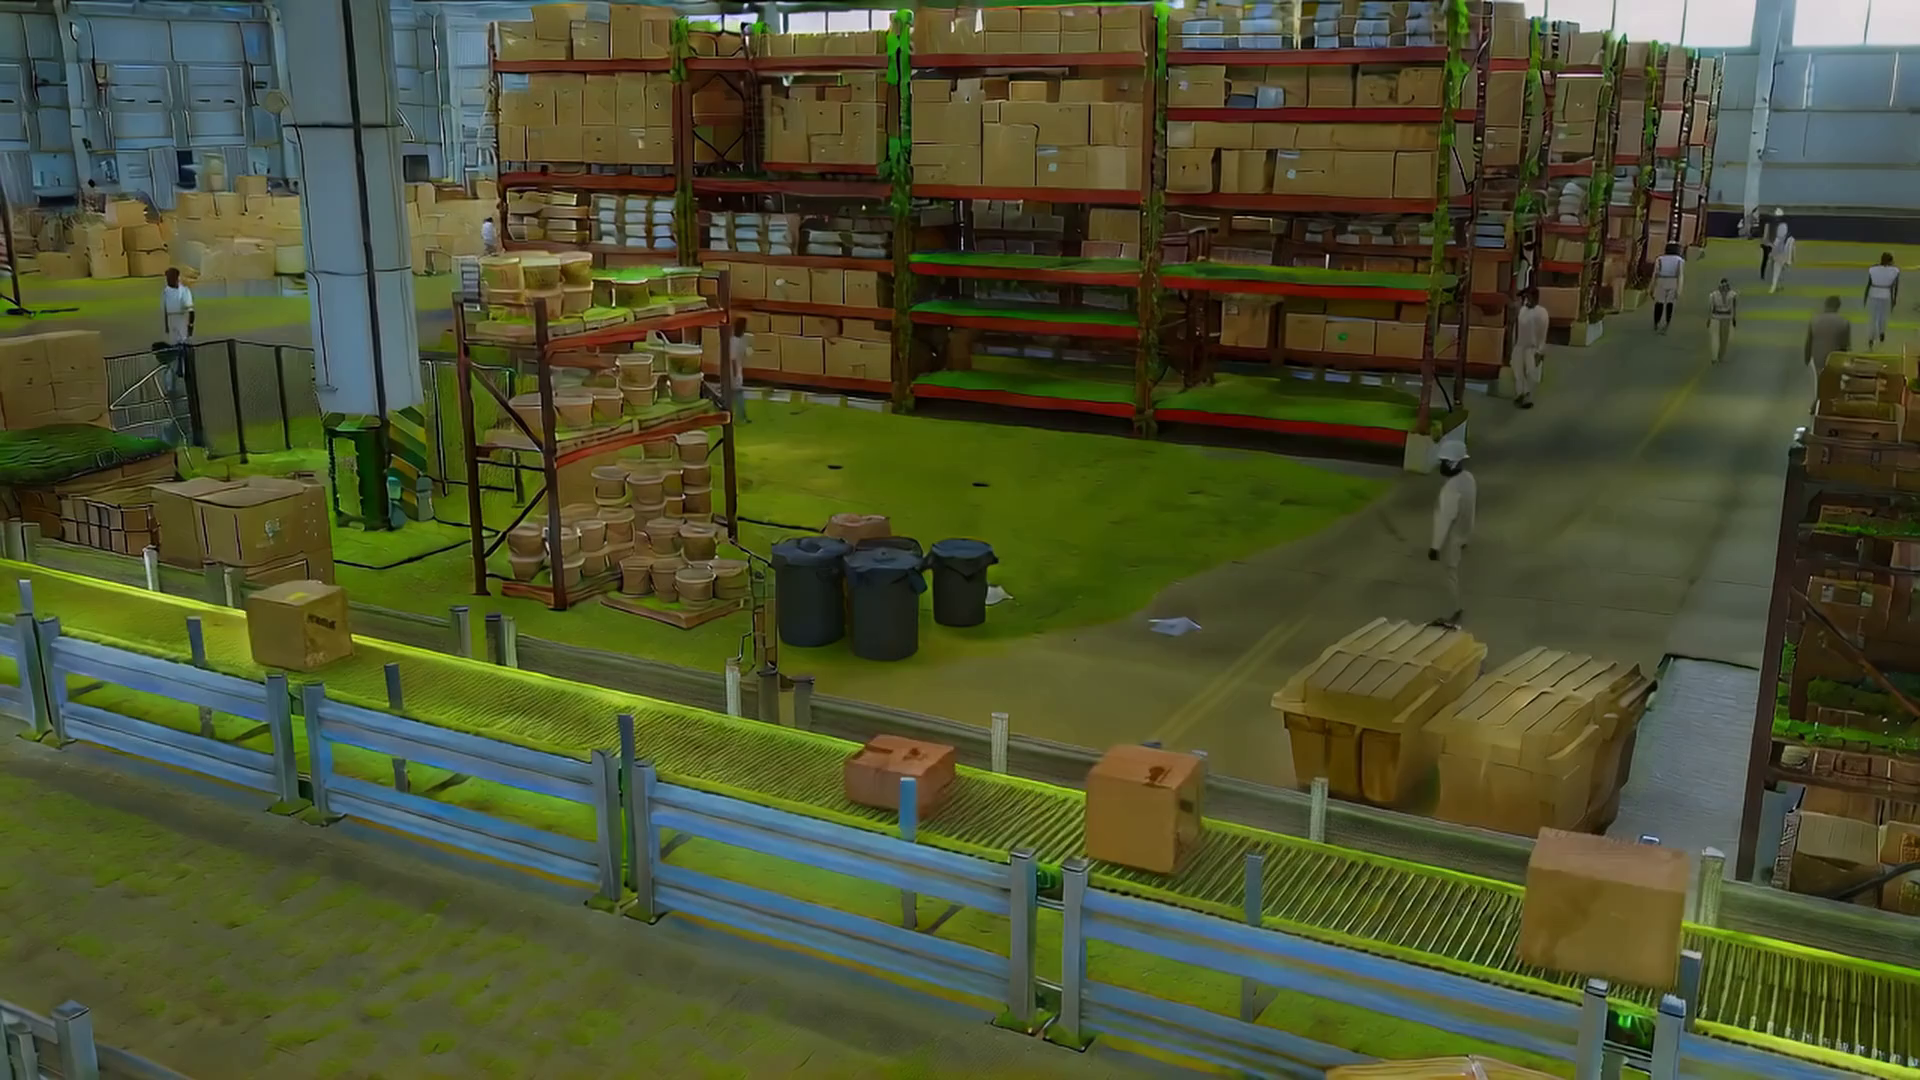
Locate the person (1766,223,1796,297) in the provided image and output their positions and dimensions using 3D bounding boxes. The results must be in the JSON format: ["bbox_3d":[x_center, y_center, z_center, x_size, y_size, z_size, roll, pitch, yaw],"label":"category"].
[{"bbox_3d":[20.427,-6.980,41.404,0.866,1.813,0.628,-9,17,-30],"label":"person"}]

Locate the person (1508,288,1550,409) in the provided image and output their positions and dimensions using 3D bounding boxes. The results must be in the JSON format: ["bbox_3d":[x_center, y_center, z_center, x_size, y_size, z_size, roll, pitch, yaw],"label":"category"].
[{"bbox_3d":[8.940,-3.013,26.251,0.515,1.925,0.654,-7,16,-24],"label":"person"}]

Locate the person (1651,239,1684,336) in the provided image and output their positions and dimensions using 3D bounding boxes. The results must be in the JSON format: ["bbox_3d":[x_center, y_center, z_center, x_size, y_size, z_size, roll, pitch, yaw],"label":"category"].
[{"bbox_3d":[14.685,-5.249,34.562,0.616,1.995,1.073,6,16,20],"label":"person"}]

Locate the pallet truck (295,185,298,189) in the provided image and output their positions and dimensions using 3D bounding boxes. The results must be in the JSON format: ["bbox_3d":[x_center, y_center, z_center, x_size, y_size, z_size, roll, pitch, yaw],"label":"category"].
[{"bbox_3d":[-26.804,-14.617,69.738,1.885,1.965,0.823,-14,20,-42],"label":"pallet truck"}]

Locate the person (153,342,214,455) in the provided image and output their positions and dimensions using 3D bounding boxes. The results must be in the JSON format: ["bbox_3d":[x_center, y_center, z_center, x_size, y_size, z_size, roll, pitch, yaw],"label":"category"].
[{"bbox_3d":[-10.593,-1.849,22.399,0.873,1.654,0.532,-4,16,-16],"label":"person"}]

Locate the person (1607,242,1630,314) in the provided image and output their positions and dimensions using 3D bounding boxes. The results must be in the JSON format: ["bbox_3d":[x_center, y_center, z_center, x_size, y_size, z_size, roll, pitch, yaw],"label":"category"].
[{"bbox_3d":[15.036,-5.972,37.937,0.503,1.632,0.271,-9,17,-29],"label":"person"}]

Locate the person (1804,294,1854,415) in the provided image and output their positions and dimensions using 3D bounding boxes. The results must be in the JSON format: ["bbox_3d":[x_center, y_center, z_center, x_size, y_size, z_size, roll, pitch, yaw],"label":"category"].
[{"bbox_3d":[13.613,-2.904,25.971,0.950,1.867,0.646,-9,17,-31],"label":"person"}]

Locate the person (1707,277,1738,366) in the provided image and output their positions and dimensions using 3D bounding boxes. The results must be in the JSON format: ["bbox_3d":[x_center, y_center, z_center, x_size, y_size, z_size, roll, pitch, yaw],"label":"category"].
[{"bbox_3d":[14.118,-4.073,30.840,0.520,1.613,0.731,5,16,18],"label":"person"}]

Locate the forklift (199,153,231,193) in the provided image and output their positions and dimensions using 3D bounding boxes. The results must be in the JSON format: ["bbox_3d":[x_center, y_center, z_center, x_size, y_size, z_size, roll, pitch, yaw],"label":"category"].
[{"bbox_3d":[-27.440,-12.865,61.464,1.873,2.768,1.129,8,17,28],"label":"forklift"}]

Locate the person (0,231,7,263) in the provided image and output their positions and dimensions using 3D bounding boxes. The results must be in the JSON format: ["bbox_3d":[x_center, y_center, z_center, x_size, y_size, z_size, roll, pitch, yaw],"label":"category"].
[{"bbox_3d":[-28.634,-9.201,49.522,0.625,1.919,0.660,-11,18,-35],"label":"person"}]

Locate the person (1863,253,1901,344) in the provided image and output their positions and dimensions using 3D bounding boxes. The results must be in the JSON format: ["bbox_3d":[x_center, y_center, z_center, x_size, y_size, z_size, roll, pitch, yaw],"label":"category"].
[{"bbox_3d":[18.502,-4.860,33.431,0.595,1.809,0.866,8,17,28],"label":"person"}]

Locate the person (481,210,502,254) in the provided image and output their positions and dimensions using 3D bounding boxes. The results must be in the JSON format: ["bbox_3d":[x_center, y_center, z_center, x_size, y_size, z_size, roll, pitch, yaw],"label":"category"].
[{"bbox_3d":[-12.408,-7.794,44.247,0.548,1.913,0.664,6,16,23],"label":"person"}]

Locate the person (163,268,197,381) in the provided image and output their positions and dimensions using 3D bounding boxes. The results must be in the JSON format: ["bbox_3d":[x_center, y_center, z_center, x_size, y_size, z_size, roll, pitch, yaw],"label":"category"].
[{"bbox_3d":[-13.622,-3.765,29.002,0.610,1.965,0.363,5,16,17],"label":"person"}]

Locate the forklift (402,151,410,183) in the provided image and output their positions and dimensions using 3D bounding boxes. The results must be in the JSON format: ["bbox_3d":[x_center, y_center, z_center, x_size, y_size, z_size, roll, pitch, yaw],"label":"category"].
[{"bbox_3d":[-21.519,-13.653,64.424,1.873,2.768,1.129,-1,15,-5],"label":"forklift"}]

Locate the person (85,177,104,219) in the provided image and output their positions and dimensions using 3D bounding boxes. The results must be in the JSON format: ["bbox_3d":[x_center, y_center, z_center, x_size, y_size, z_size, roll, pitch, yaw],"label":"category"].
[{"bbox_3d":[-32.435,-12.616,62.363,0.542,1.919,0.504,-14,20,-42],"label":"person"}]

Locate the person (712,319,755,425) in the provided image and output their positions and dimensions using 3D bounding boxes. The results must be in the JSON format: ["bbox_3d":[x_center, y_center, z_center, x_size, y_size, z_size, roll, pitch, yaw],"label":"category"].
[{"bbox_3d":[-3.441,-2.514,24.870,0.617,1.664,0.588,-1,15,-5],"label":"person"}]

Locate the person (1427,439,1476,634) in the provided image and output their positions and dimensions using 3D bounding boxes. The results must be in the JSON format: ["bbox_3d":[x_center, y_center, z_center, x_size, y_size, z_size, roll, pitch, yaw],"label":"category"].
[{"bbox_3d":[4.479,-0.023,15.234,0.431,1.817,0.594,8,17,27],"label":"person"}]

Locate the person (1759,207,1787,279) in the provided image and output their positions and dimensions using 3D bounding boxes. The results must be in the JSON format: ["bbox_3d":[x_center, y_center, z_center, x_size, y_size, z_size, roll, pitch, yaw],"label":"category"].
[{"bbox_3d":[22.204,-8.081,45.272,1.037,1.935,0.645,-10,18,-34],"label":"person"}]
